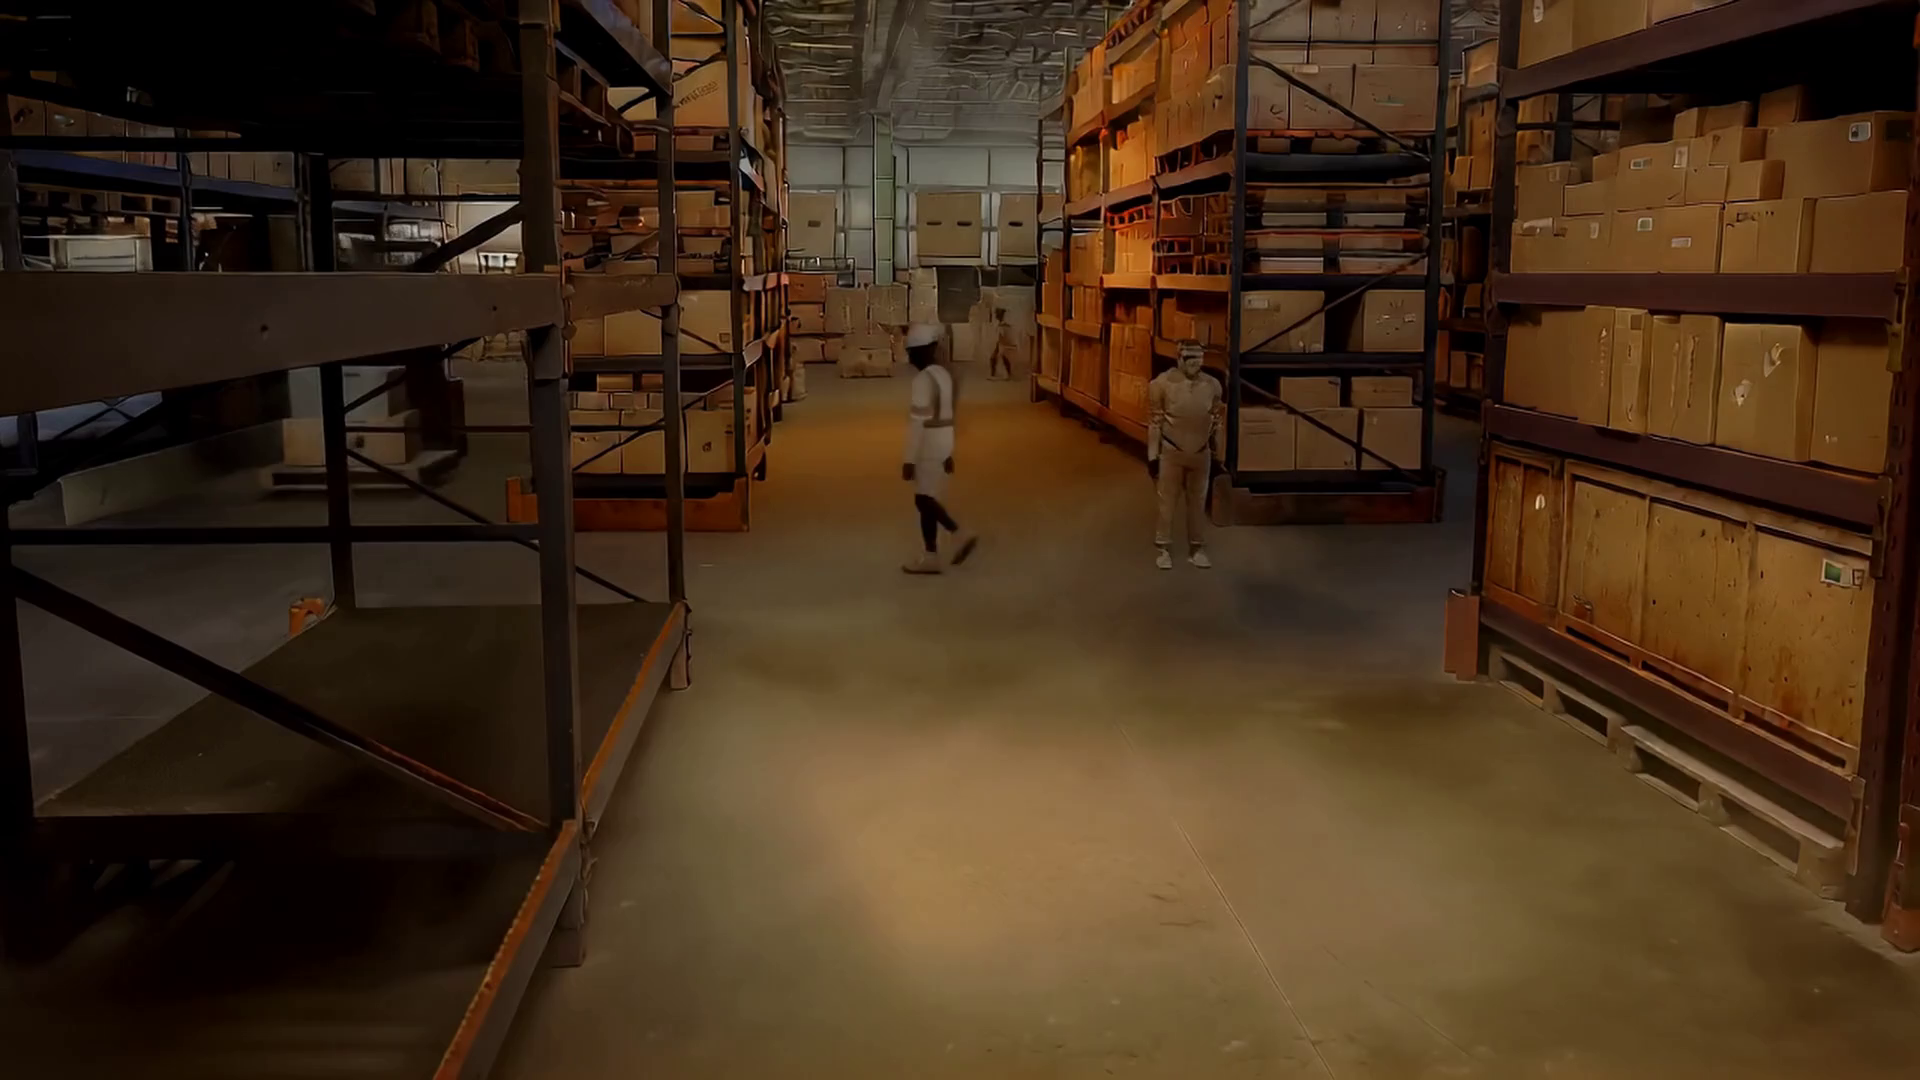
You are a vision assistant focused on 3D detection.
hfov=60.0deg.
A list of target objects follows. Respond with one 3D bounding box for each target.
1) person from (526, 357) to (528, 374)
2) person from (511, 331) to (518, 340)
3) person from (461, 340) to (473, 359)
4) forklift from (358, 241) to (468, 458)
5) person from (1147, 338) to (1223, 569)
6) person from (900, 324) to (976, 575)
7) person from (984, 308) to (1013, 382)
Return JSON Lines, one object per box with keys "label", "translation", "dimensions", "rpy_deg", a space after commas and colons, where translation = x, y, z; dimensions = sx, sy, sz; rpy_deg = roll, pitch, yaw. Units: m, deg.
{"label": "person", "translation": [-5.514, -1.971, 22.216], "dimensions": [0.547, 1.684, 0.365], "rpy_deg": [-1, 9, -5]}
{"label": "person", "translation": [-16.699, -8.491, 62.073], "dimensions": [0.536, 2.000, 0.673], "rpy_deg": [0, 9, -2]}
{"label": "person", "translation": [-14.267, -6.153, 47.890], "dimensions": [0.355, 1.883, 0.574], "rpy_deg": [9, 12, 43]}
{"label": "forklift", "translation": [-6.942, -2.338, 20.811], "dimensions": [1.129, 2.768, 1.873], "rpy_deg": [-1, 9, -4]}
{"label": "person", "translation": [1.853, -0.704, 13.642], "dimensions": [0.642, 1.900, 0.400], "rpy_deg": [-2, 9, -9]}
{"label": "person", "translation": [-0.233, -0.709, 13.273], "dimensions": [0.529, 2.020, 0.600], "rpy_deg": [3, 9, 16]}
{"label": "person", "translation": [0.857, -4.403, 37.570], "dimensions": [0.741, 1.667, 0.540], "rpy_deg": [-2, 9, -14]}
